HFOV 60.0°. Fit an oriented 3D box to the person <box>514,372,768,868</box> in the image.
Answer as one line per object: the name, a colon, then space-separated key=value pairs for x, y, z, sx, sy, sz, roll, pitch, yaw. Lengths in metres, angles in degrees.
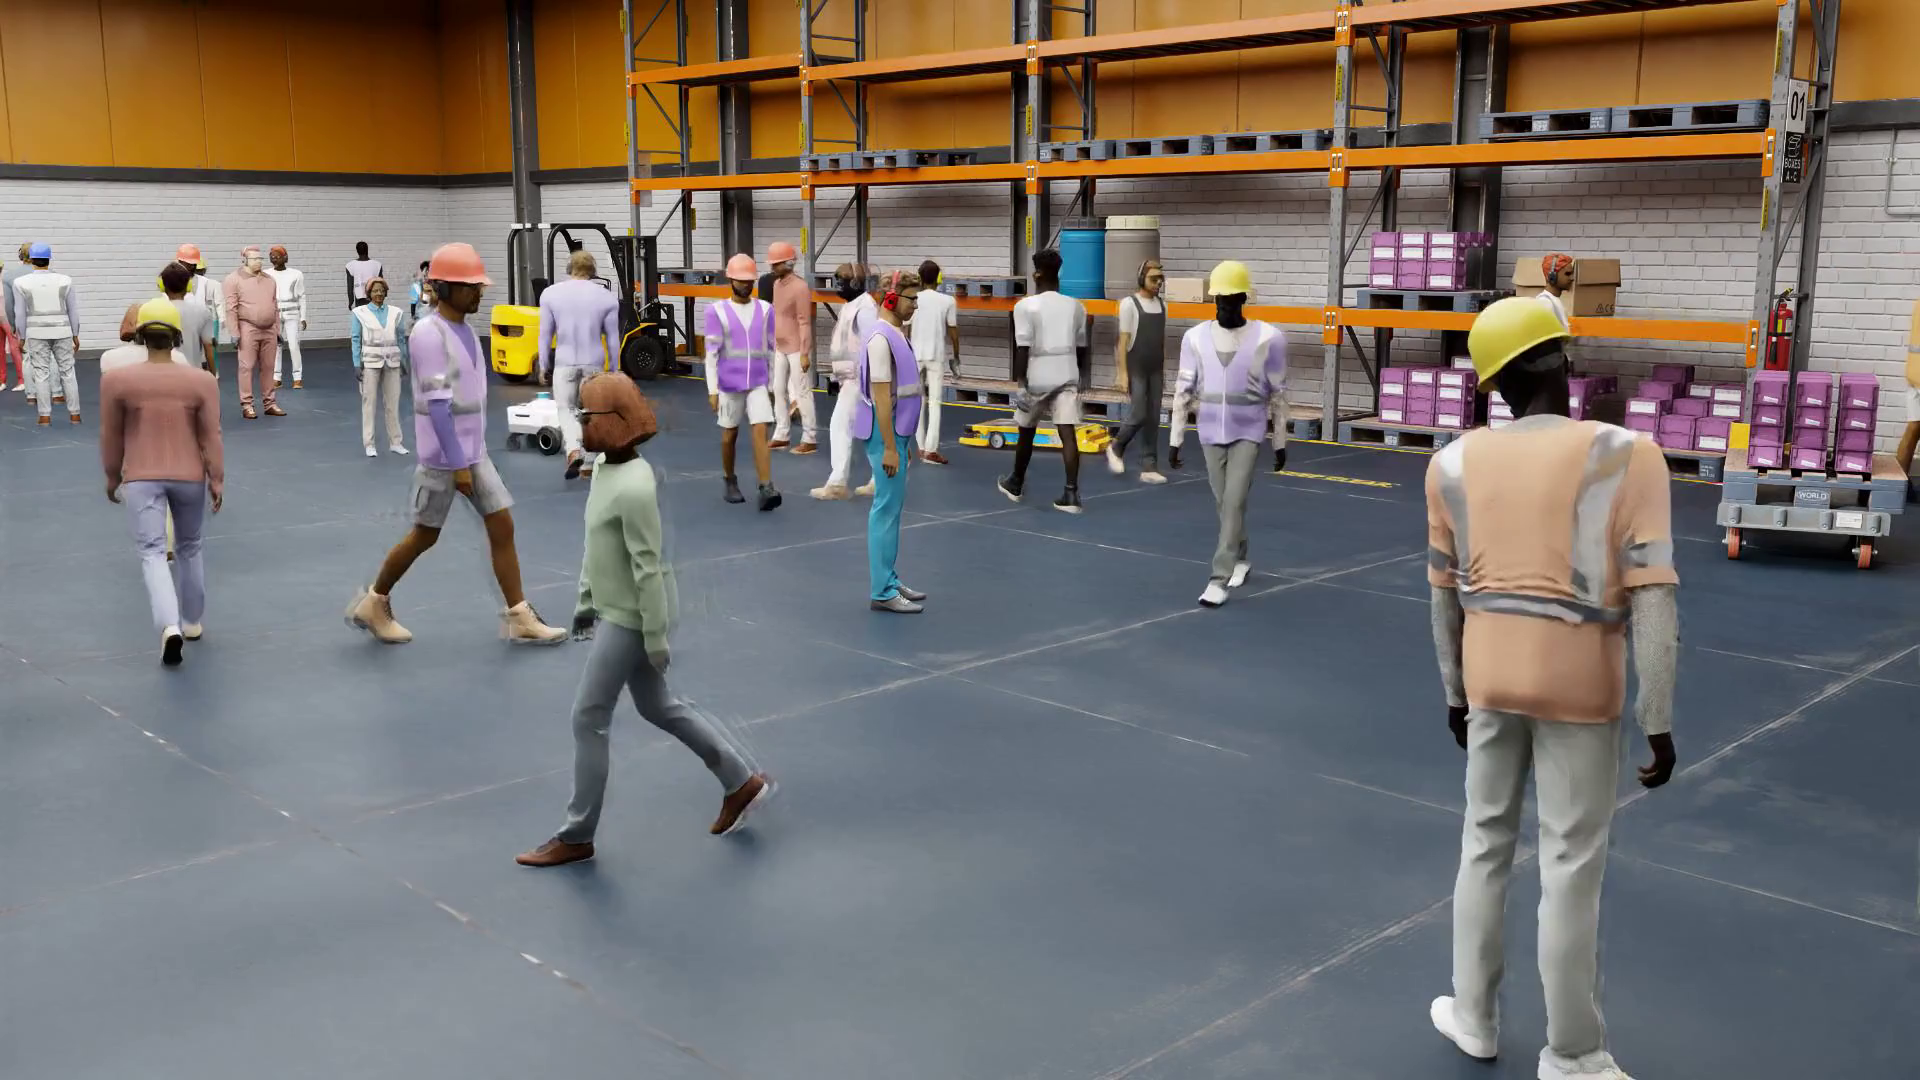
person: x=-1.030 y=0.246 z=5.400 sx=0.815 sy=1.602 sz=0.494 roll=-3 pitch=11 yaw=-18

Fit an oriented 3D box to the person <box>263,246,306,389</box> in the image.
person: x=-8.932 y=-2.930 z=21.950 sx=0.584 sy=1.882 sz=0.337 roll=-2 pitch=11 yaw=-11

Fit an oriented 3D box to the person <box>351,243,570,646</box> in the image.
person: x=-2.518 y=-0.446 z=8.127 sx=1.061 sy=2.002 sz=0.600 roll=2 pitch=11 yaw=12

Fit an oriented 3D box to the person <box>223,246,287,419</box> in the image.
person: x=-7.822 y=-2.310 z=18.508 sx=0.409 sy=1.905 sz=0.651 roll=6 pitch=12 yaw=32

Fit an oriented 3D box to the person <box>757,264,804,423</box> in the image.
person: x=-1.834 y=-2.228 z=17.982 sx=0.650 sy=1.947 sz=0.891 roll=-9 pitch=14 yaw=-39

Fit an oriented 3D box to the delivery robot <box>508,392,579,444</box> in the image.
delivery robot: x=-3.889 y=-1.142 z=15.573 sx=0.707 sy=0.478 sz=0.477 roll=6 pitch=12 yaw=29

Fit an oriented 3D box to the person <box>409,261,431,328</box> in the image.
person: x=-7.736 y=-3.238 z=24.280 sx=0.544 sy=1.649 sz=0.880 roll=-2 pitch=11 yaw=-12

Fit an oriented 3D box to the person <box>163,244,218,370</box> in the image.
person: x=-8.373 y=-2.255 z=18.149 sx=0.368 sy=1.929 sz=0.542 roll=8 pitch=13 yaw=36

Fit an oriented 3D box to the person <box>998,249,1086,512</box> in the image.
person: x=0.636 y=-1.197 z=12.411 sx=0.622 sy=1.910 sz=0.990 roll=-4 pitch=11 yaw=-22

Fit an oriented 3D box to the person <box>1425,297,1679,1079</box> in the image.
person: x=1.445 y=0.377 z=3.961 sx=0.386 sy=1.879 sz=0.748 roll=-10 pitch=14 yaw=-42

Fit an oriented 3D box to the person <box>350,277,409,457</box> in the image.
person: x=-5.341 y=-1.593 z=15.325 sx=0.514 sy=1.641 sz=0.309 roll=-9 pitch=14 yaw=-41

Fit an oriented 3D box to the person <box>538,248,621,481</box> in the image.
person: x=-3.110 y=-1.425 z=13.645 sx=0.660 sy=1.917 sz=0.475 roll=-2 pitch=11 yaw=-13

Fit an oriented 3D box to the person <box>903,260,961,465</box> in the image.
person: x=-0.271 y=-1.580 z=14.840 sx=0.547 sy=1.814 sz=0.832 roll=1 pitch=10 yaw=5

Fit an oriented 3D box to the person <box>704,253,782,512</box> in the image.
person: x=-1.596 y=-1.158 z=12.281 sx=0.572 sy=1.878 sz=1.002 roll=-4 pitch=11 yaw=-23

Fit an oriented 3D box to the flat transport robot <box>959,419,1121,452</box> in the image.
flat transport robot: x=0.776 y=-1.008 z=15.867 sx=1.431 sy=0.197 sz=0.652 roll=5 pitch=11 yaw=25

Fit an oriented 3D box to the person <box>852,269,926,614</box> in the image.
person: x=-0.380 y=-0.534 z=9.003 sx=0.390 sy=1.840 sz=0.565 roll=1 pitch=10 yaw=3

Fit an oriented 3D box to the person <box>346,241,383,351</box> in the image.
person: x=-9.894 y=-4.002 z=27.708 sx=0.590 sy=1.916 sz=0.399 roll=-6 pitch=12 yaw=-28

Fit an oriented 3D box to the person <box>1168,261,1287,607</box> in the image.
person: x=1.507 y=-0.605 z=9.294 sx=0.606 sy=1.885 sz=0.975 roll=5 pitch=12 yaw=27

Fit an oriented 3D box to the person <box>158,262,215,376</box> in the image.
person: x=-5.854 y=-1.154 z=12.458 sx=0.533 sy=1.826 sz=0.976 roll=-7 pitch=12 yaw=-32

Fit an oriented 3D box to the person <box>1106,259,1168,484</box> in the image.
person: x=1.485 y=-1.373 z=13.590 sx=0.529 sy=1.835 sz=0.509 roll=-8 pitch=13 yaw=-36

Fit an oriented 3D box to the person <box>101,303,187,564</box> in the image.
person: x=-4.964 y=-0.638 z=10.180 sx=0.518 sy=1.615 sz=0.391 roll=-9 pitch=14 yaw=-41

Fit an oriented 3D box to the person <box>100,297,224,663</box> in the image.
person: x=-3.823 y=-0.299 z=8.017 sx=0.521 sy=1.733 sz=0.829 roll=-6 pitch=12 yaw=-32

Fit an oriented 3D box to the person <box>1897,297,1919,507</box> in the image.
person: x=7.263 y=-1.203 z=12.400 sx=0.363 sy=1.936 sz=0.548 roll=3 pitch=11 yaw=14

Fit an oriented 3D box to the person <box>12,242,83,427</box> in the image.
person: x=-9.672 y=-2.175 z=17.653 sx=0.602 sy=1.949 sz=0.395 roll=-7 pitch=12 yaw=-32

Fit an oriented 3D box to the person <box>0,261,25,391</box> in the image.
person: x=-12.461 y=-2.810 z=21.653 sx=0.529 sy=1.757 sz=0.367 roll=2 pitch=11 yaw=13

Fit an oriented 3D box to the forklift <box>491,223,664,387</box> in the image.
forklift: x=-5.316 y=-3.263 z=22.920 sx=2.313 sy=2.155 sz=1.214 roll=-10 pitch=14 yaw=-44

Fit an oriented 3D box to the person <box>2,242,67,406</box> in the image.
person: x=-11.011 y=-2.569 z=19.832 sx=0.630 sy=1.940 sz=0.370 roll=-4 pitch=11 yaw=-20

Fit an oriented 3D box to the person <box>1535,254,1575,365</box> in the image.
person: x=4.447 y=-1.220 z=12.624 sx=0.337 sy=1.882 sz=0.583 roll=5 pitch=11 yaw=24

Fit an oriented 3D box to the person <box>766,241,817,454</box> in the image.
person: x=-1.587 y=-1.781 z=15.453 sx=0.438 sy=1.978 sz=0.650 roll=-7 pitch=12 yaw=-32

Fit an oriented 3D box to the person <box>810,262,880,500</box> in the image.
person: x=-0.880 y=-1.219 z=12.824 sx=0.799 sy=1.811 sz=0.636 roll=-2 pitch=11 yaw=-10

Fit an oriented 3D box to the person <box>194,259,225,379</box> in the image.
person: x=-10.498 y=-3.063 z=23.098 sx=0.526 sy=1.726 sz=0.856 roll=-4 pitch=11 yaw=-23

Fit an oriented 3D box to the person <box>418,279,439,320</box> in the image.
person: x=-4.994 y=-1.702 z=15.968 sx=0.501 sy=1.625 sz=0.283 roll=6 pitch=12 yaw=31
